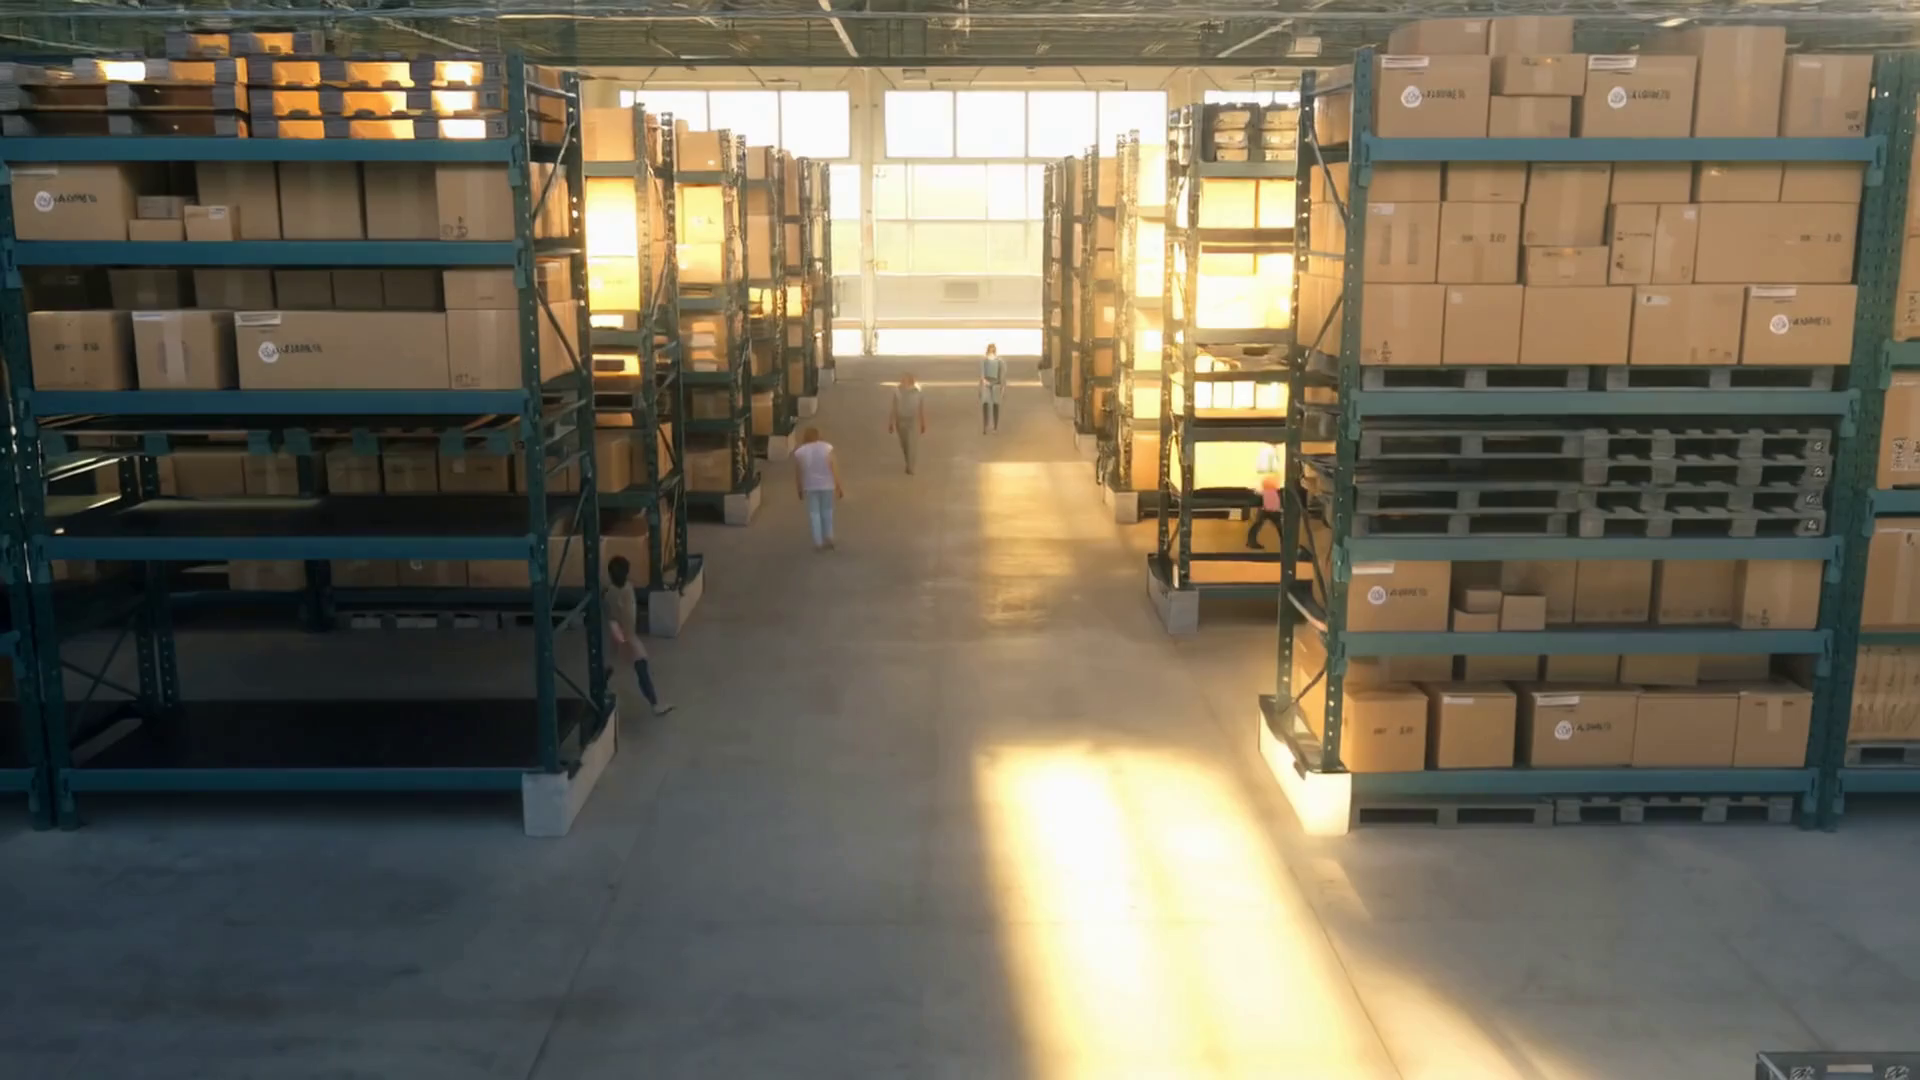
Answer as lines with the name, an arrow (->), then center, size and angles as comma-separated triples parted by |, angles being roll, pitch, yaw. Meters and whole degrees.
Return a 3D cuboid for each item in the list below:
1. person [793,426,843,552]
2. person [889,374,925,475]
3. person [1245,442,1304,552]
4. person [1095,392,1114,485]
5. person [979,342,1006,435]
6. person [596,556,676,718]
person -> -2.050, -0.746, 24.084 | 0.699, 1.802, 0.701 | -1, 11, -3
person -> -1.005, -2.150, 30.894 | 0.665, 1.853, 0.987 | 1, 11, 7
person -> 4.525, -0.745, 23.866 | 0.989, 1.884, 0.569 | 8, 14, 36
person -> 2.590, -1.782, 29.499 | 0.319, 1.690, 0.530 | -5, 12, -23
person -> 0.693, -3.285, 36.143 | 0.613, 2.012, 0.906 | 2, 12, 9
person -> -3.207, 0.959, 16.000 | 0.861, 1.643, 0.534 | 5, 12, 22
